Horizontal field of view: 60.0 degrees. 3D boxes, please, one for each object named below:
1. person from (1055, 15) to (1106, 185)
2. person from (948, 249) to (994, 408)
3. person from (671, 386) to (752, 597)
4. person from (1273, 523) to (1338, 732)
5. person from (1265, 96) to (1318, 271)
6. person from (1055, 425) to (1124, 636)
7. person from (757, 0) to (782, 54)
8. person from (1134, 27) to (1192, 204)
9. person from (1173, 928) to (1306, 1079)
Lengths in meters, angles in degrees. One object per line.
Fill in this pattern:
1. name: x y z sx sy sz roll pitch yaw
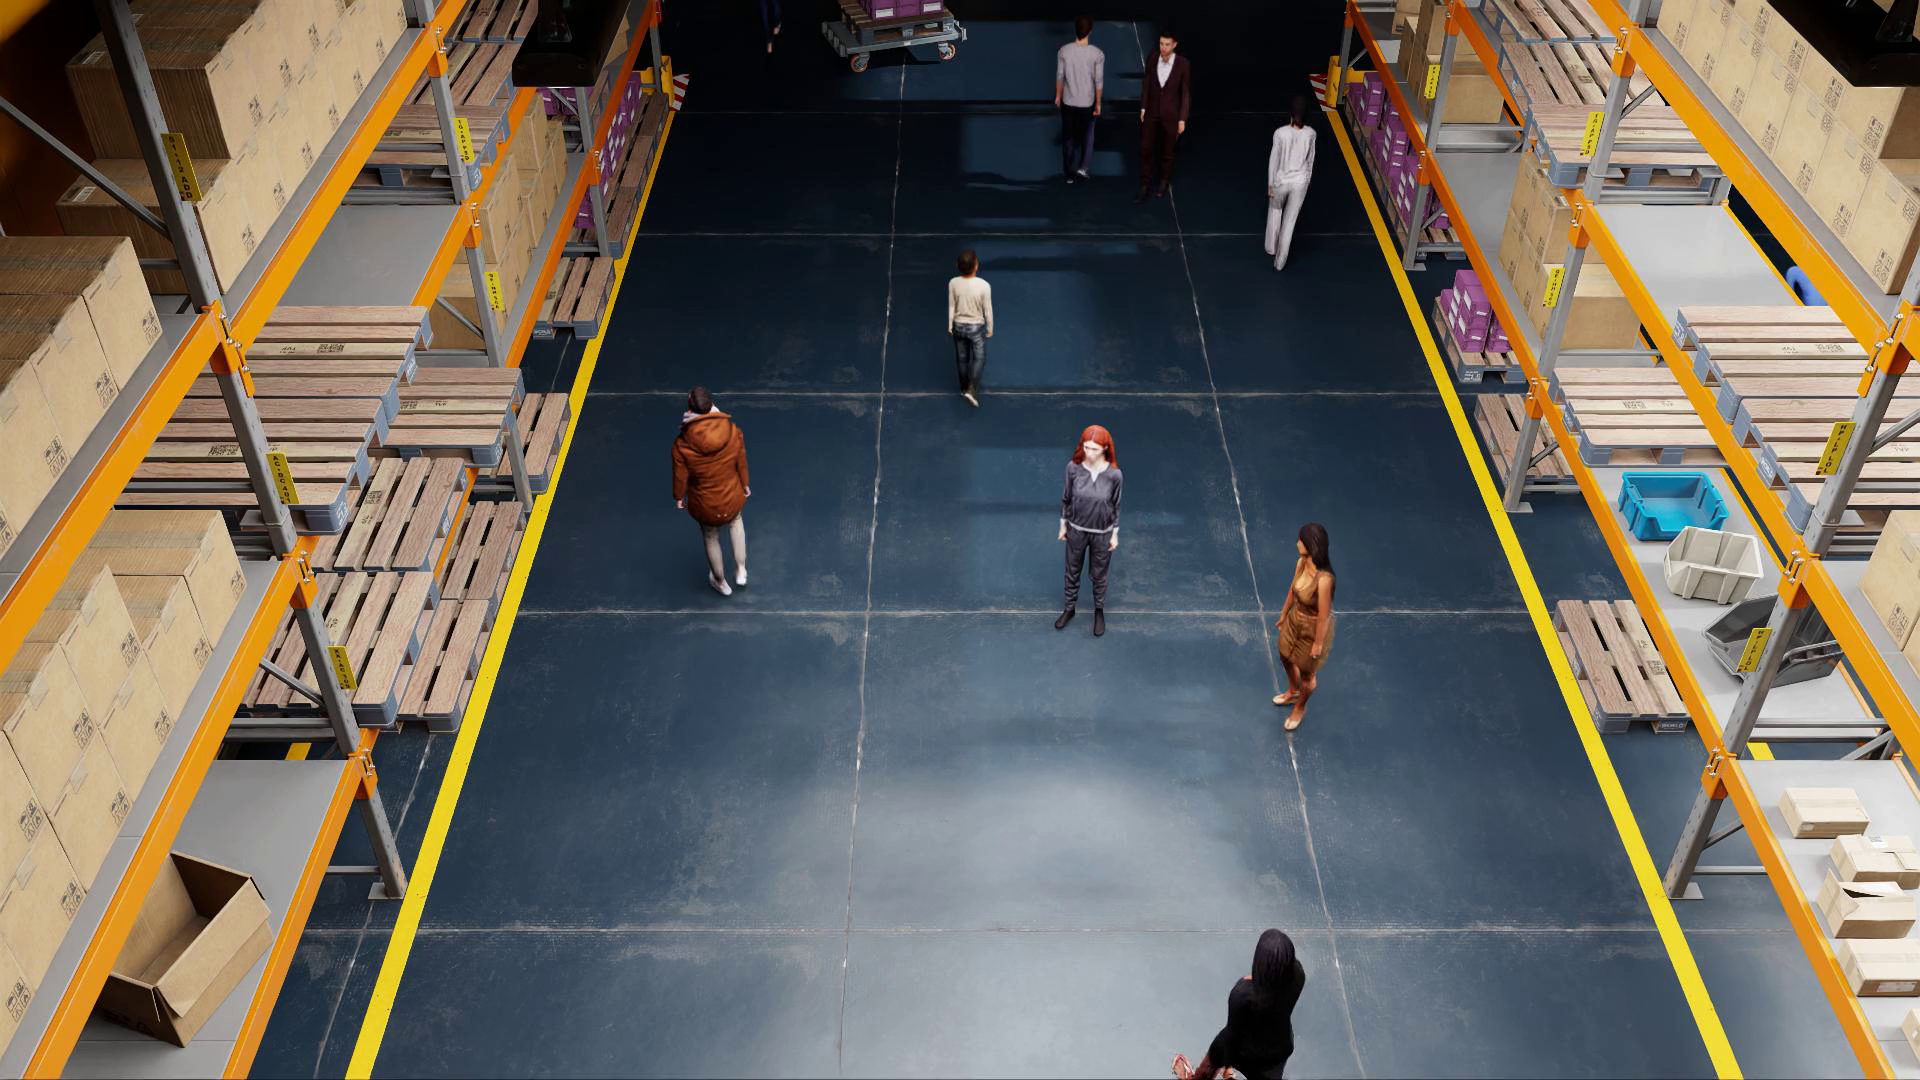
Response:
1. person: 1.247 -4.630 17.688 0.713 1.829 0.709 5 39 6
2. person: 0.063 -1.809 14.457 0.656 1.451 0.866 7 39 9
3. person: -1.778 -0.301 12.268 0.840 1.828 0.846 -17 42 -20
4. person: 2.357 0.637 11.225 0.725 1.663 0.588 -26 45 -29
5. person: 3.229 -3.441 16.260 0.644 1.753 0.765 5 39 7
6. person: 0.939 -0.076 12.024 0.634 1.780 0.586 10 40 12
7. person: -2.407 -6.907 20.639 0.630 1.703 1.047 -3 39 -4
8. person: 2.174 -4.534 17.550 0.888 1.850 0.996 14 41 17
9. person: 1.595 2.702 8.622 0.882 1.686 1.138 -16 41 -19
